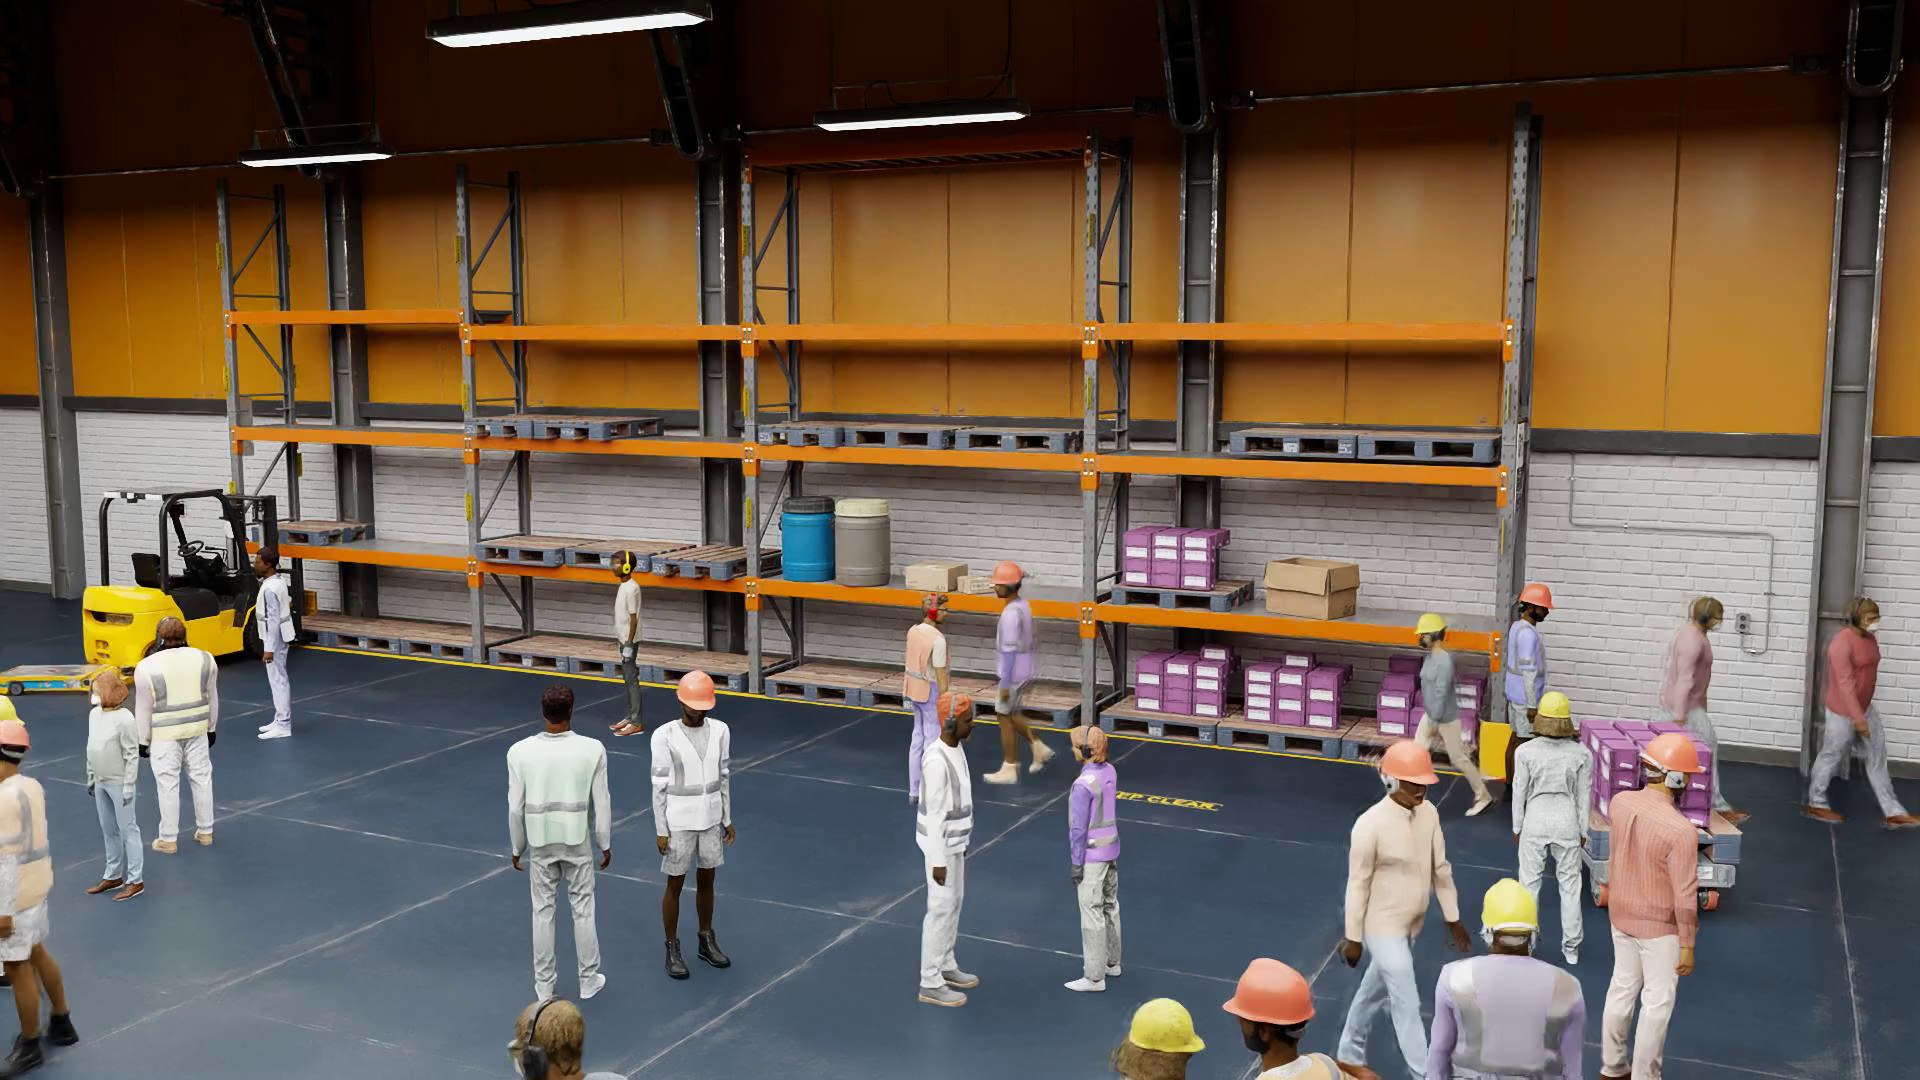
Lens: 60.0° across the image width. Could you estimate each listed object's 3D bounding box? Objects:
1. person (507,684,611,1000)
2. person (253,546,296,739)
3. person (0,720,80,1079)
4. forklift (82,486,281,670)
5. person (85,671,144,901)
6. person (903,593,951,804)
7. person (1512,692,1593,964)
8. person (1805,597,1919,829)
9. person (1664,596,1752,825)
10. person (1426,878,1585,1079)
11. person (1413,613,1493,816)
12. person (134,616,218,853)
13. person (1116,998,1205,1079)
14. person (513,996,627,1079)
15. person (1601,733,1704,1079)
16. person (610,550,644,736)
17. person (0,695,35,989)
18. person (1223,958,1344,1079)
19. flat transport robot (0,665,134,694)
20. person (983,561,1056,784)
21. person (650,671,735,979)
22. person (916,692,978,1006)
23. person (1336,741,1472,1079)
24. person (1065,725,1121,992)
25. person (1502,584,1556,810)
[{"bbox_3d":[-2.404,1.821,10.014,0.597,1.916,0.370,-1,7,-8],"label":"person"},{"bbox_3d":[-6.865,1.016,16.655,0.392,1.922,0.590,-2,7,-19],"label":"person"},{"bbox_3d":[-5.157,1.946,9.116,0.400,1.892,0.671,-2,7,-15],"label":"person"},{"bbox_3d":[-9.426,0.454,20.179,1.214,2.155,2.313,3,8,26],"label":"forklift"},{"bbox_3d":[-6.041,1.738,11.854,0.499,1.635,0.287,4,8,29],"label":"person"},{"bbox_3d":[-0.274,1.364,14.095,0.373,1.840,0.572,-4,8,-29],"label":"person"},{"bbox_3d":[3.783,1.835,10.666,0.484,1.735,0.335,1,7,11],"label":"person"},{"bbox_3d":[7.324,1.417,13.429,0.641,1.895,0.949,-5,8,-35],"label":"person"},{"bbox_3d":[6.083,1.393,13.656,0.960,1.881,0.739,3,7,23],"label":"person"},{"bbox_3d":[2.194,2.290,6.695,0.597,1.801,0.858,1,7,11],"label":"person"},{"bbox_3d":[4.029,1.459,13.812,0.895,1.716,0.520,-1,7,-10],"label":"person"},{"bbox_3d":[-6.098,1.504,12.949,0.429,1.844,0.626,6,9,43],"label":"person"},{"bbox_3d":[0.727,2.438,5.799,0.857,1.704,0.499,2,7,15],"label":"person"},{"bbox_3d":[-1.248,2.390,5.276,0.377,1.931,0.636,3,8,24],"label":"person"},{"bbox_3d":[3.580,1.967,8.575,0.411,1.980,0.626,-2,7,-16],"label":"person"},{"bbox_3d":[-3.365,1.027,16.751,0.328,1.876,0.514,-2,7,-18],"label":"person"},{"bbox_3d":[-5.910,1.850,10.201,0.403,1.817,0.601,-4,8,-28],"label":"person"},{"bbox_3d":[1.038,2.349,5.579,0.366,1.934,0.553,6,9,42],"label":"person"},{"bbox_3d":[-10.206,1.569,18.831,1.431,0.197,0.652,-1,7,-3],"label":"flat transport robot"},{"bbox_3d":[0.504,1.185,14.831,0.532,2.023,0.627,2,7,13],"label":"person"},{"bbox_3d":[-1.658,1.765,10.439,0.543,1.928,0.374,-5,9,-37],"label":"person"},{"bbox_3d":[-0.084,1.841,10.032,0.350,1.877,0.590,1,7,11],"label":"person"},{"bbox_3d":[2.316,1.984,8.532,0.629,1.937,1.008,-6,9,-41],"label":"person"},{"bbox_3d":[0.821,1.942,10.210,0.318,1.631,0.513,3,8,26],"label":"person"},{"bbox_3d":[4.811,1.324,14.074,0.374,1.929,0.542,1,7,8],"label":"person"}]
